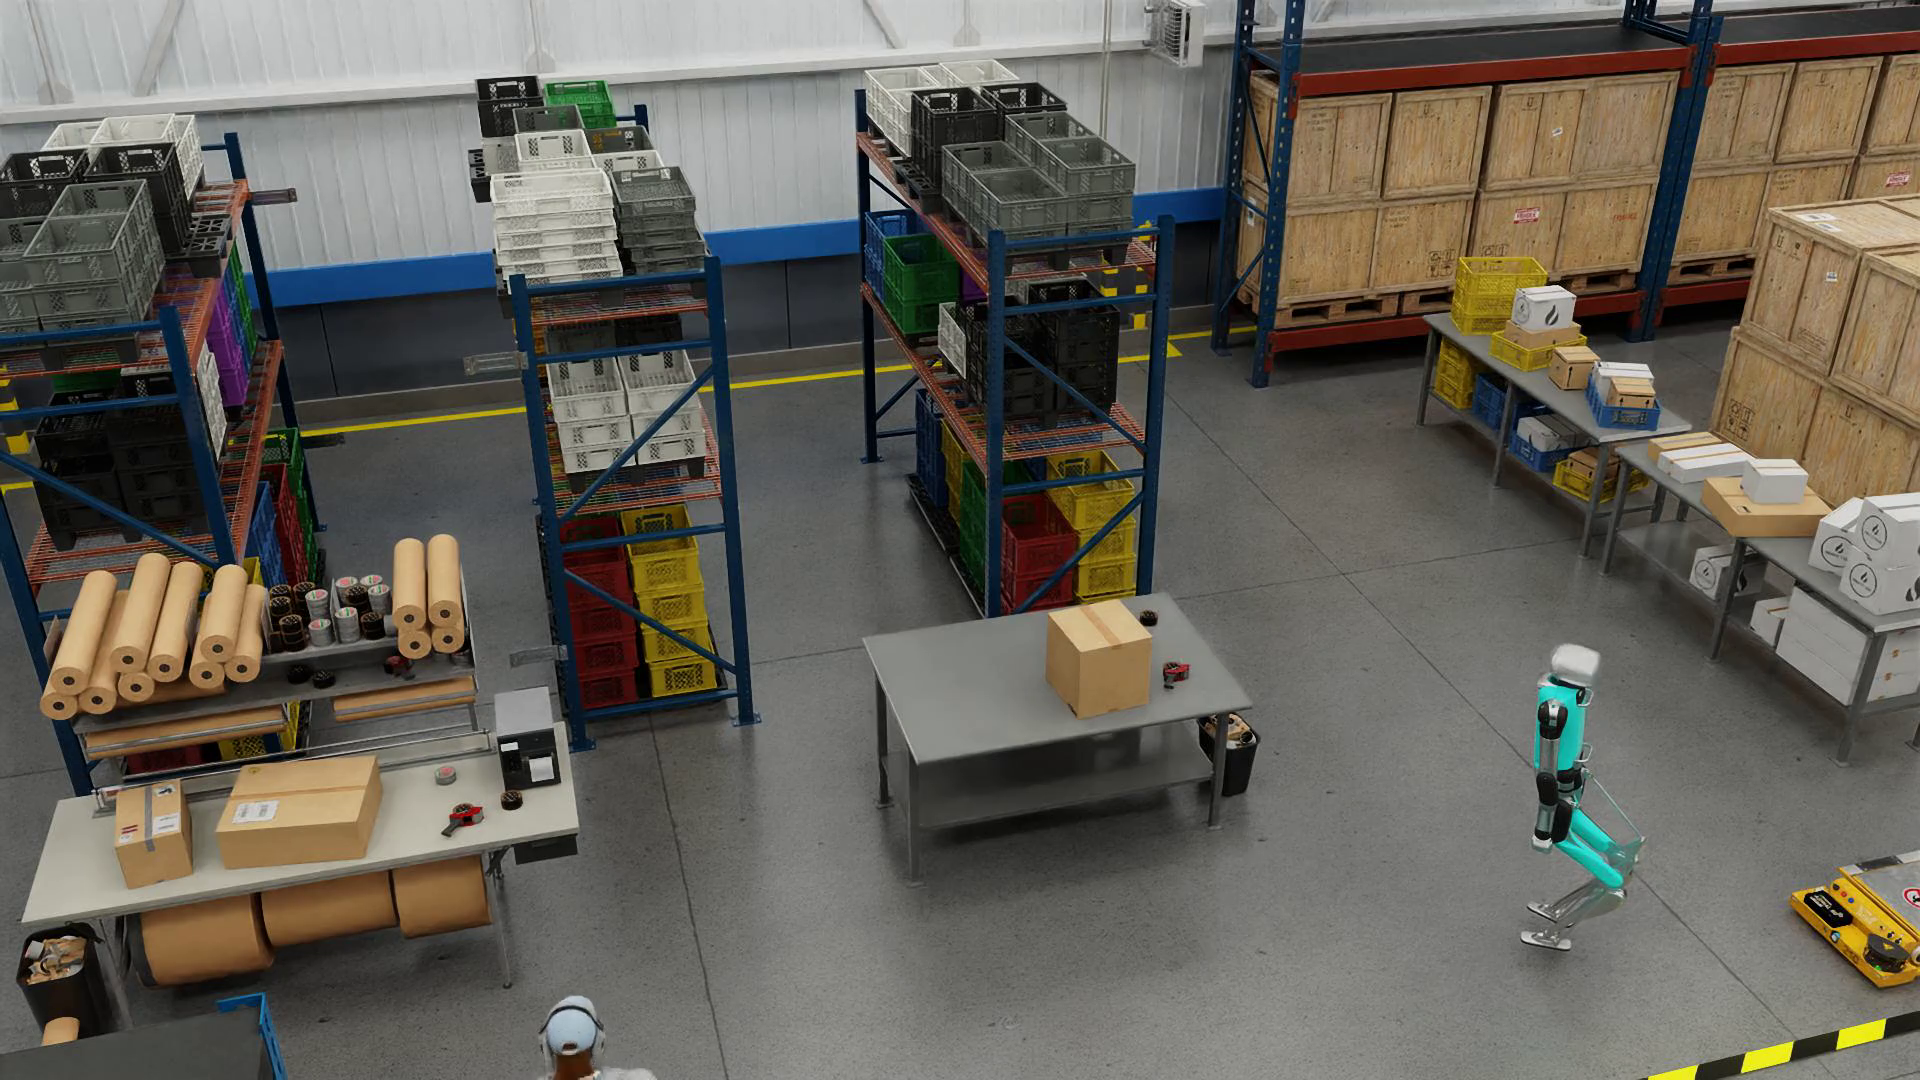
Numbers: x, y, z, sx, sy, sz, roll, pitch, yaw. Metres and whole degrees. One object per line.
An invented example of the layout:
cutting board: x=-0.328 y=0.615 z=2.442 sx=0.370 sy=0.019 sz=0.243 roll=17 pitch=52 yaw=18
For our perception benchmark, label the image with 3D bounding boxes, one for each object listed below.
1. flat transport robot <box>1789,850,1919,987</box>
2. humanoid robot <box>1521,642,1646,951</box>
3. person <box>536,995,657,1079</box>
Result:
flat transport robot: x=5.163 y=1.916 z=8.676 sx=1.431 sy=0.231 sz=0.659 roll=-8 pitch=30 yaw=-14
humanoid robot: x=3.093 y=1.311 z=8.116 sx=0.735 sy=1.673 sz=0.533 roll=15 pitch=32 yaw=25
person: x=-1.369 y=2.372 z=6.227 sx=0.616 sy=1.822 sz=0.776 roll=-6 pitch=29 yaw=-11
